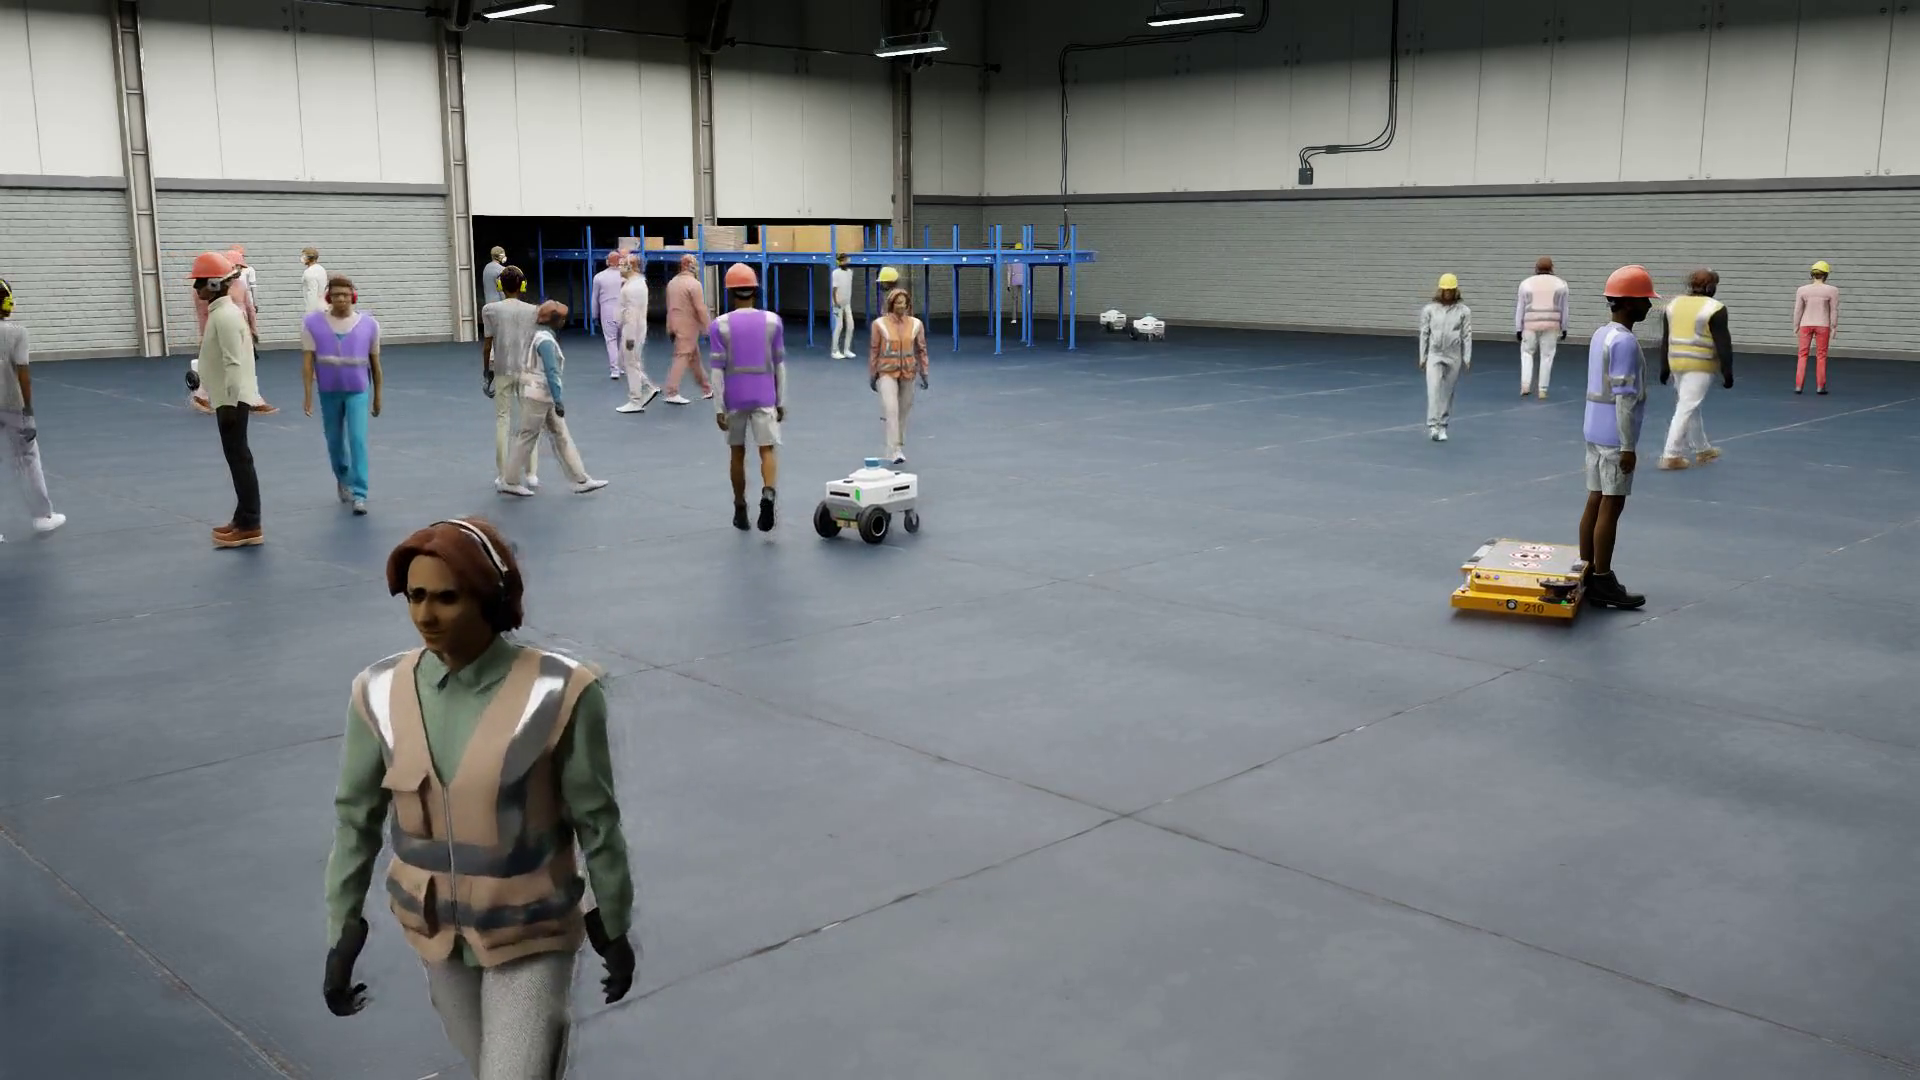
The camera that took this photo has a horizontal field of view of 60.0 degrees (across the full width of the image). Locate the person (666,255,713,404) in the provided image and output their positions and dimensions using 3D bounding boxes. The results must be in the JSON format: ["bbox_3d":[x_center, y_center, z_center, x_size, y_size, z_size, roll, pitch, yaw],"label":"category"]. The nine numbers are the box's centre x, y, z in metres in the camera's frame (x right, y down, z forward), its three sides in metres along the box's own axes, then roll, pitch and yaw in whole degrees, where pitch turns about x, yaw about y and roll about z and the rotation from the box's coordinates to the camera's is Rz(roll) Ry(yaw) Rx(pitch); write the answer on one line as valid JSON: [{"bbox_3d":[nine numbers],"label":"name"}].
[{"bbox_3d":[-3.360,-2.667,21.057,1.003,1.854,0.658,-8,13,-38],"label":"person"}]

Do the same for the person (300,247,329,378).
[{"bbox_3d":[-9.656,-3.412,24.912,0.358,1.938,0.636,-1,10,-4],"label":"person"}]

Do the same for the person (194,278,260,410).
[{"bbox_3d":[-8.792,-2.469,20.036,0.709,1.841,0.943,-6,12,-28],"label":"person"}]

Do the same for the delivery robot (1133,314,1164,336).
[{"bbox_3d":[3.801,-4.313,33.462,0.477,0.478,0.707,-6,12,-28],"label":"delivery robot"}]

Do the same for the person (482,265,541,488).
[{"bbox_3d":[-3.779,-1.383,14.073,0.517,1.865,0.322,-3,11,-17],"label":"person"}]

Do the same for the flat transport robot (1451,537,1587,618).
[{"bbox_3d":[3.380,0.202,9.873,0.652,0.197,1.431,5,12,25],"label":"flat transport robot"}]

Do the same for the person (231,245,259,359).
[{"bbox_3d":[-12.306,-4.060,28.449,0.552,1.937,0.356,-4,11,-22],"label":"person"}]

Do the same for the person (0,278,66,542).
[{"bbox_3d":[-6.685,-0.910,11.606,0.540,1.823,0.971,0,10,1],"label":"person"}]

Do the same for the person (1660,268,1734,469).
[{"bbox_3d":[6.802,-1.561,15.187,0.914,1.799,0.644,-4,11,-23],"label":"person"}]

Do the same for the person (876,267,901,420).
[{"bbox_3d":[-0.805,-2.251,19.092,0.373,1.750,0.544,2,11,9],"label":"person"}]

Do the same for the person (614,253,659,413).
[{"bbox_3d":[-3.939,-2.477,19.918,0.427,1.895,0.666,-1,10,-7],"label":"person"}]

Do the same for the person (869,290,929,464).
[{"bbox_3d":[-0.539,-1.492,15.340,0.531,1.602,0.831,-3,11,-18],"label":"person"}]

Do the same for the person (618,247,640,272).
[{"bbox_3d":[-6.336,-4.603,31.564,0.561,1.888,1.015,-8,13,-36],"label":"person"}]

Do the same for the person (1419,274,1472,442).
[{"bbox_3d":[4.961,-1.843,16.965,0.508,1.701,0.848,2,11,9],"label":"person"}]

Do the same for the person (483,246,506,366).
[{"bbox_3d":[-7.501,-3.793,27.000,0.378,1.937,0.628,-9,14,-41],"label":"person"}]

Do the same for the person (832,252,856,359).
[{"bbox_3d":[-2.038,-4.028,28.561,0.579,1.827,0.533,10,14,44],"label":"person"}]

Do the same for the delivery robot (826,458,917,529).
[{"bbox_3d":[-0.620,-0.338,11.787,0.477,0.478,0.707,8,13,36],"label":"delivery robot"}]

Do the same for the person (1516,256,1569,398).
[{"bbox_3d":[7.569,-2.760,21.635,0.652,1.837,0.429,3,11,18],"label":"person"}]

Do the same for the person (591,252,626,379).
[{"bbox_3d":[-5.162,-3.349,24.797,0.643,1.857,0.988,-4,11,-22],"label":"person"}]

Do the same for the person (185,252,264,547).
[{"bbox_3d":[-5.039,-0.965,11.415,0.396,1.992,0.623,-5,11,-24],"label":"person"}]

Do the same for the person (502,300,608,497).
[{"bbox_3d":[-3.338,-1.143,13.483,0.858,1.585,0.523,-2,11,-9],"label":"person"}]

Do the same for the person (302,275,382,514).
[{"bbox_3d":[-4.779,-1.150,12.933,0.581,1.816,0.838,-3,11,-14],"label":"person"}]

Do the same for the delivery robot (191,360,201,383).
[{"bbox_3d":[-10.250,-2.373,22.884,0.707,0.478,0.477,7,13,35],"label":"delivery robot"}]

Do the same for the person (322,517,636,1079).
[{"bbox_3d":[-0.916,0.764,3.044,0.546,1.592,0.840,3,11,15],"label":"person"}]

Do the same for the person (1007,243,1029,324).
[{"bbox_3d":[1.422,-6.170,39.976,0.586,1.930,0.360,0,10,-1],"label":"person"}]

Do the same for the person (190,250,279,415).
[{"bbox_3d":[-8.714,-2.459,19.745,0.977,1.947,0.594,-3,11,-15],"label":"person"}]

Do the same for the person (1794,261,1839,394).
[{"bbox_3d":[11.465,-2.846,22.300,0.528,1.765,0.327,7,13,34],"label":"person"}]

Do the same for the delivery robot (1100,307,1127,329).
[{"bbox_3d":[3.353,-4.845,36.352,0.477,0.478,0.707,-4,11,-21],"label":"delivery robot"}]

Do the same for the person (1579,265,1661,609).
[{"bbox_3d":[3.777,-0.596,9.557,0.359,1.939,0.542,1,10,3],"label":"person"}]

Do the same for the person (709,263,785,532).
[{"bbox_3d":[-1.501,-1.004,11.840,0.550,1.918,0.807,-2,11,-13],"label":"person"}]
